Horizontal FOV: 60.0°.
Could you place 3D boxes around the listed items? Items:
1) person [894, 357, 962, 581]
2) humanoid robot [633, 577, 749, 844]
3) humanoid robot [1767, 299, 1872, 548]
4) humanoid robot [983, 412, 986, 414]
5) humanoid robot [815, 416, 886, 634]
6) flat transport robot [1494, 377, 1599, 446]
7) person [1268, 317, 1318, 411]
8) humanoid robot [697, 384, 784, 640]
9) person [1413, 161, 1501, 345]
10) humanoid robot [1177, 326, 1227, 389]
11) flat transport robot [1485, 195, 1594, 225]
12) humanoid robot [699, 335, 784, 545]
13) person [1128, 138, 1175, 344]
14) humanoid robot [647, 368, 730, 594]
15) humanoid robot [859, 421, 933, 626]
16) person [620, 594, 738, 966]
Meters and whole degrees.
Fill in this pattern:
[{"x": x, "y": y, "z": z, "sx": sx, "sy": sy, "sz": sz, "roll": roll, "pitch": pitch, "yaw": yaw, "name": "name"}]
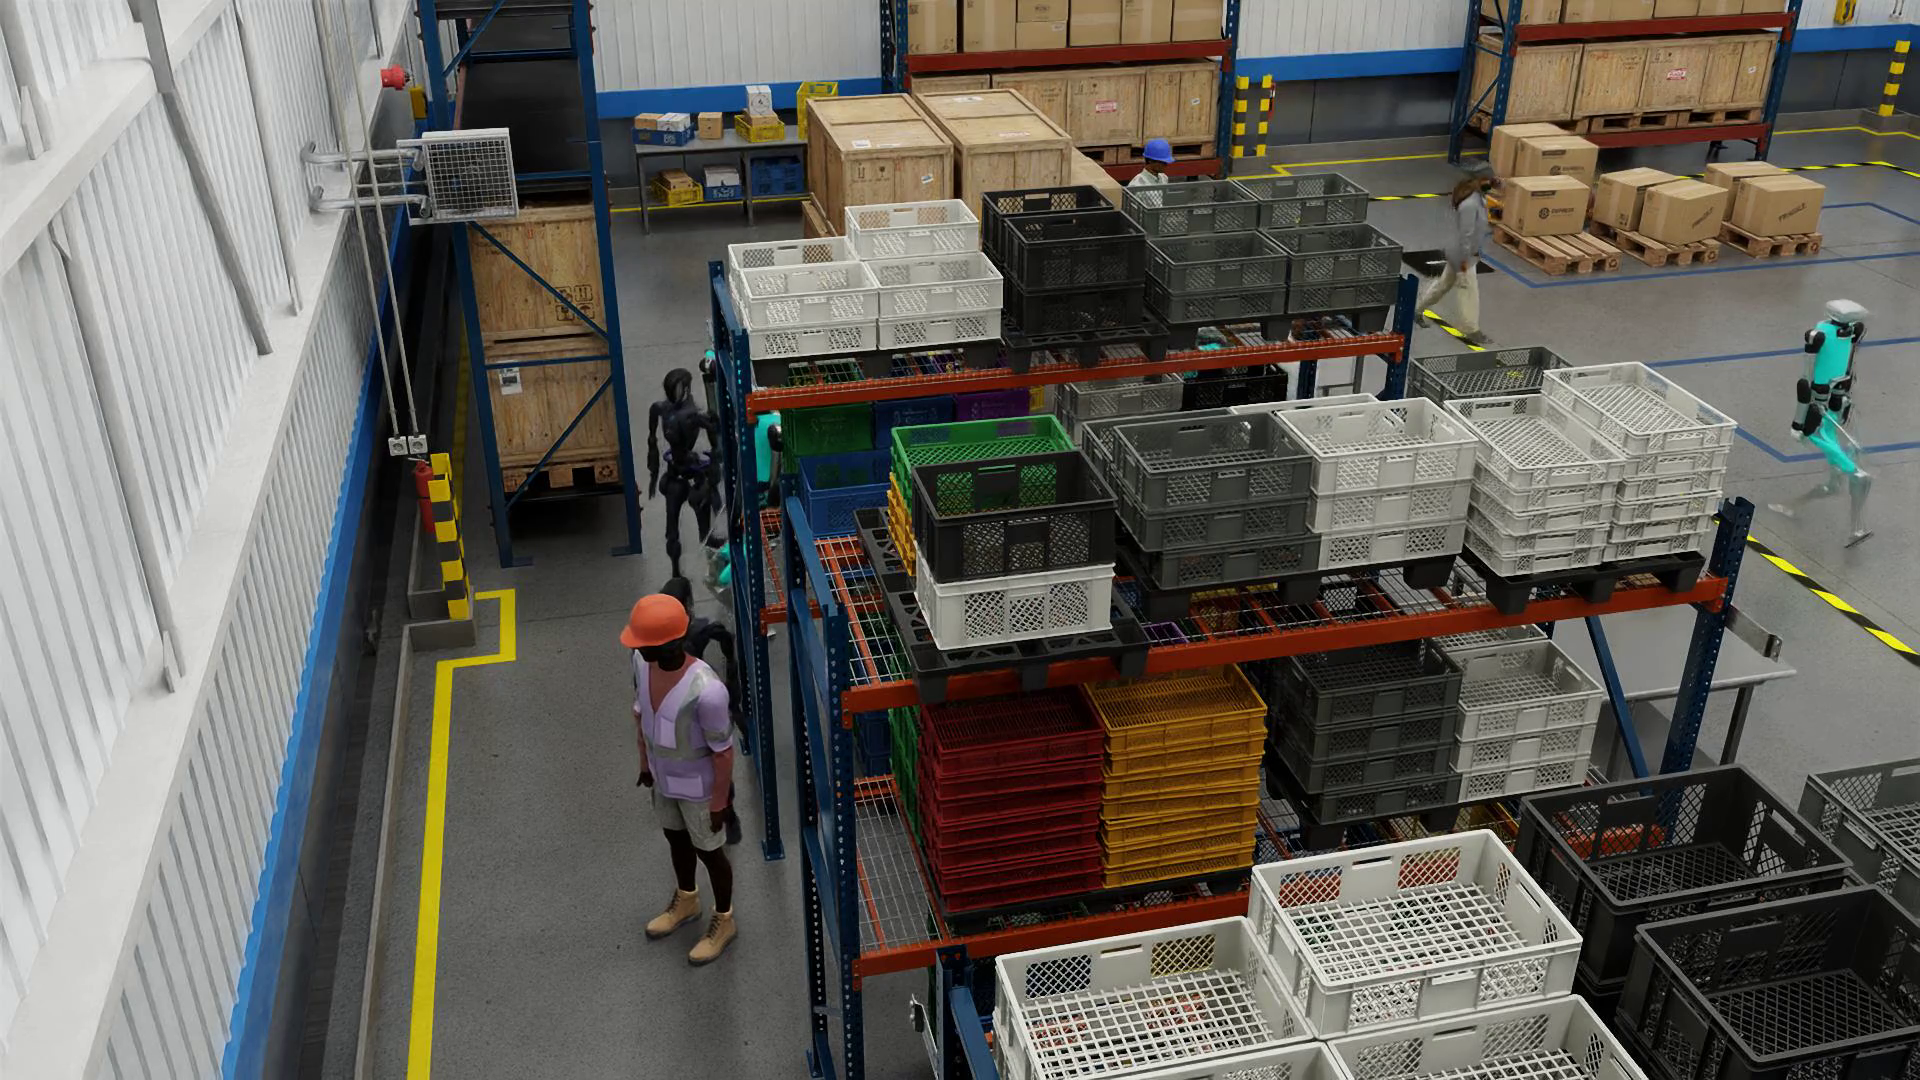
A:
[{"x": -0.254, "y": -0.443, "z": 11.277, "sx": 0.406, "sy": 1.789, "sz": 0.642, "roll": -16, "pitch": 32, "yaw": -27, "name": "person"}, {"x": -1.436, "y": 0.891, "z": 8.869, "sx": 0.589, "sy": 1.635, "sz": 0.388, "roll": -6, "pitch": 28, "yaw": -12, "name": "humanoid robot"}, {"x": 6.455, "y": -0.787, "z": 12.007, "sx": 0.539, "sy": 1.774, "sz": 0.990, "roll": -14, "pitch": 31, "yaw": -25, "name": "humanoid robot"}, {"x": 0.214, "y": -0.117, "z": 10.748, "sx": 0.329, "sy": 1.651, "sz": 0.590, "roll": -21, "pitch": 34, "yaw": -34, "name": "humanoid robot"}, {"x": -0.755, "y": -0.125, "z": 10.769, "sx": 0.613, "sy": 1.655, "sz": 0.314, "roll": 16, "pitch": 32, "yaw": 28, "name": "humanoid robot"}, {"x": 4.780, "y": -1.036, "z": 14.013, "sx": 0.659, "sy": 0.231, "sz": 1.431, "roll": -6, "pitch": 28, "yaw": -12, "name": "flat transport robot"}, {"x": 2.410, "y": -0.859, "z": 11.973, "sx": 0.470, "sy": 1.856, "sz": 0.613, "roll": 4, "pitch": 28, "yaw": 8, "name": "person"}, {"x": -1.438, "y": -0.129, "z": 10.656, "sx": 0.712, "sy": 1.735, "sz": 0.530, "roll": -16, "pitch": 32, "yaw": -28, "name": "humanoid robot"}, {"x": 4.693, "y": -2.738, "z": 15.677, "sx": 0.865, "sy": 1.725, "sz": 0.565, "roll": 12, "pitch": 30, "yaw": 21, "name": "person"}, {"x": 1.892, "y": -0.769, "z": 11.944, "sx": 0.893, "sy": 1.772, "sz": 0.579, "roll": -12, "pitch": 30, "yaw": -22, "name": "humanoid robot"}, {"x": 6.731, "y": -3.901, "z": 19.417, "sx": 1.431, "sy": 0.197, "sz": 0.652, "roll": -6, "pitch": 28, "yaw": -12, "name": "flat transport robot"}, {"x": -1.437, "y": -0.666, "z": 11.695, "sx": 0.663, "sy": 1.765, "sz": 0.546, "roll": 9, "pitch": 29, "yaw": 16, "name": "humanoid robot"}, {"x": 1.758, "y": -2.779, "z": 15.566, "sx": 0.410, "sy": 1.908, "sz": 0.602, "roll": 19, "pitch": 33, "yaw": 32, "name": "person"}, {"x": -1.845, "y": -0.439, "z": 11.394, "sx": 0.610, "sy": 1.647, "sz": 0.634, "roll": 13, "pitch": 31, "yaw": 24, "name": "humanoid robot"}, {"x": -0.395, "y": -0.072, "z": 10.625, "sx": 0.778, "sy": 1.795, "sz": 0.542, "roll": -3, "pitch": 28, "yaw": -6, "name": "humanoid robot"}, {"x": -1.345, "y": 1.146, "z": 7.976, "sx": 0.609, "sy": 2.038, "sz": 0.393, "roll": 23, "pitch": 35, "yaw": 36, "name": "person"}]
